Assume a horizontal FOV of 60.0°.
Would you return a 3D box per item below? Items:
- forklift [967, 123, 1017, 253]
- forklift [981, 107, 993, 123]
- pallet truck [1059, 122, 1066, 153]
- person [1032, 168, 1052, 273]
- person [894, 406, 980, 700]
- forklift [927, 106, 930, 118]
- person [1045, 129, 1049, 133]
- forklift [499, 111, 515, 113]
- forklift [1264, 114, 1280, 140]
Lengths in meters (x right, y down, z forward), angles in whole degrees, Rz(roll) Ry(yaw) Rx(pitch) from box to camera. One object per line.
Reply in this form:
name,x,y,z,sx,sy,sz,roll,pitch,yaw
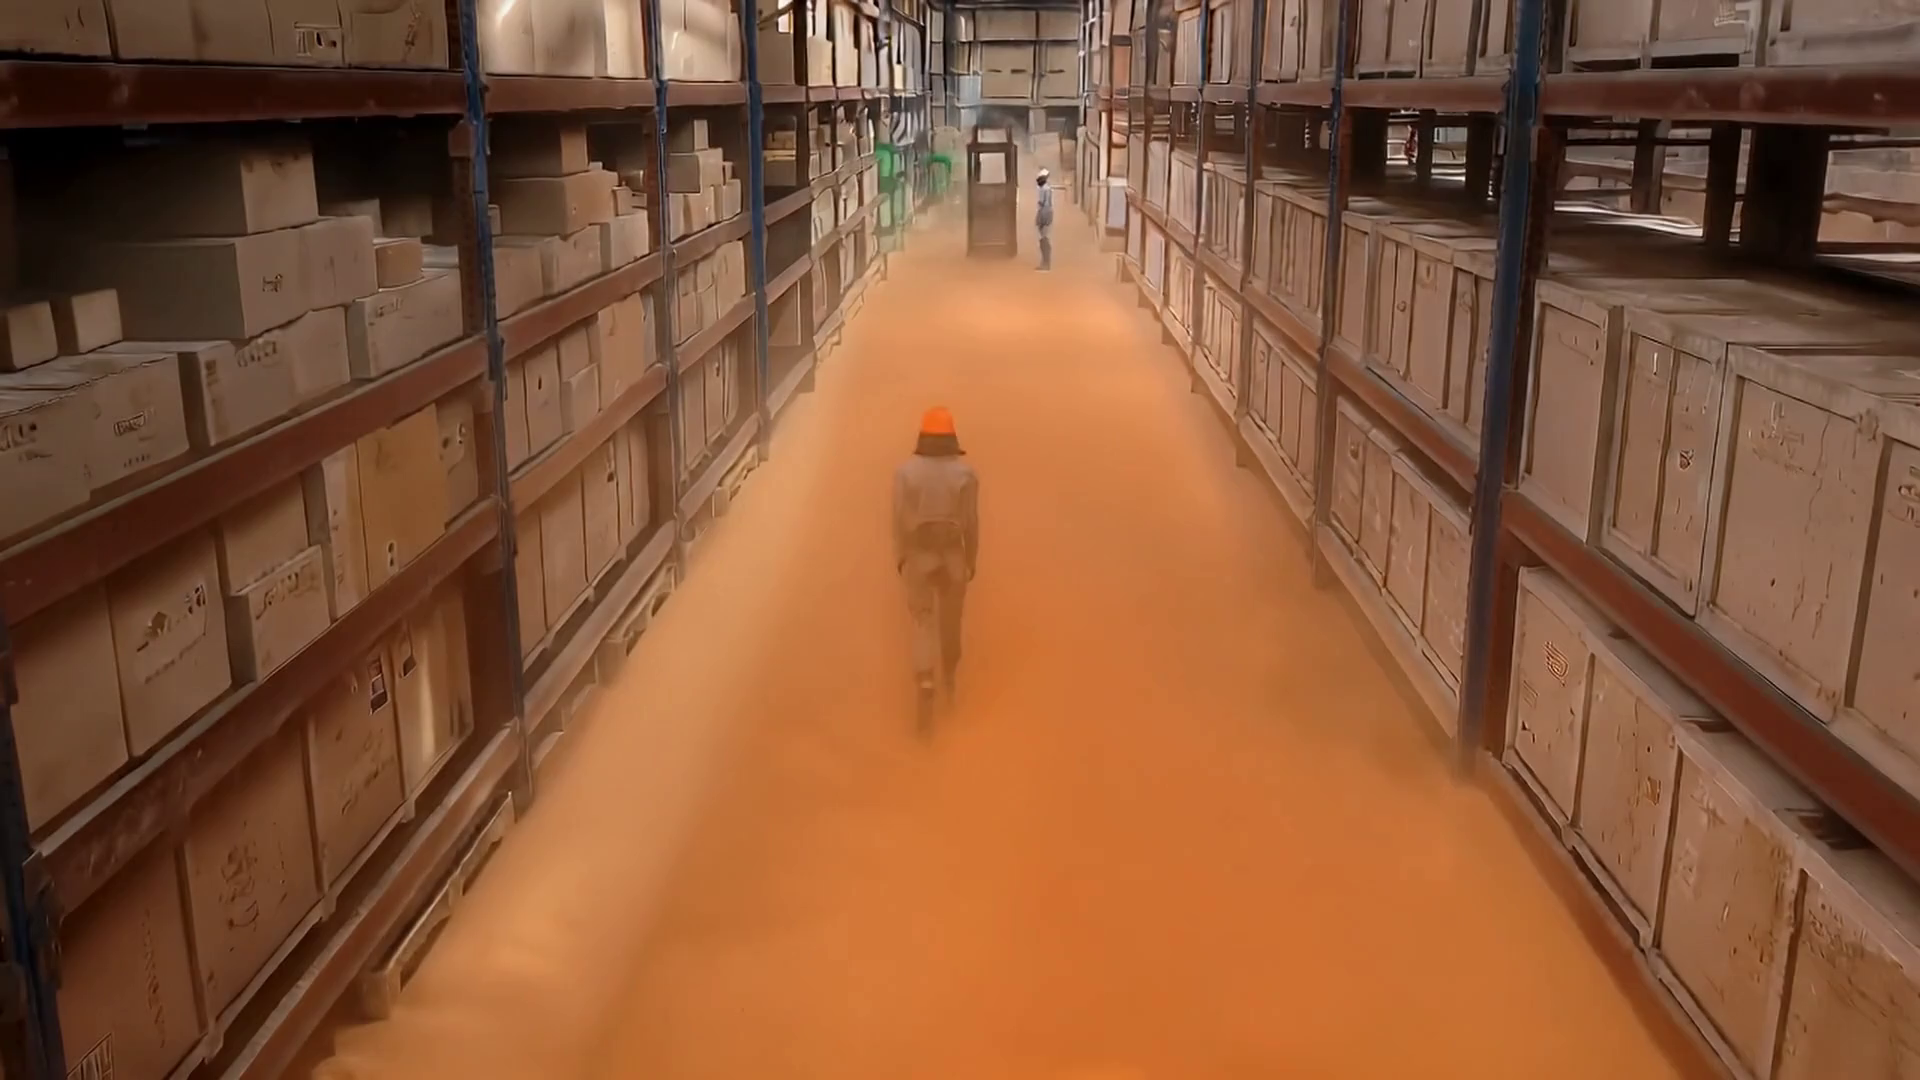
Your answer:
forklift,0.722,-7.878,37.101,1.129,2.768,1.873,0,15,1
forklift,1.322,-19.861,81.690,1.873,2.768,1.129,-4,16,-15
pallet truck,5.788,-21.111,88.014,1.885,1.965,0.823,5,16,18
person,1.619,-6.309,32.870,0.385,2.035,0.605,4,16,14
person,-0.137,0.080,9.691,0.501,1.719,0.687,1,15,2
forklift,-1.988,-20.789,85.140,1.129,2.768,1.873,0,15,2
person,4.616,-21.079,88.611,0.537,1.619,0.435,3,15,9
forklift,-18.321,-16.233,68.190,1.129,2.768,1.873,0,15,1
forklift,11.018,-13.919,59.579,1.129,2.768,1.873,0,15,2
